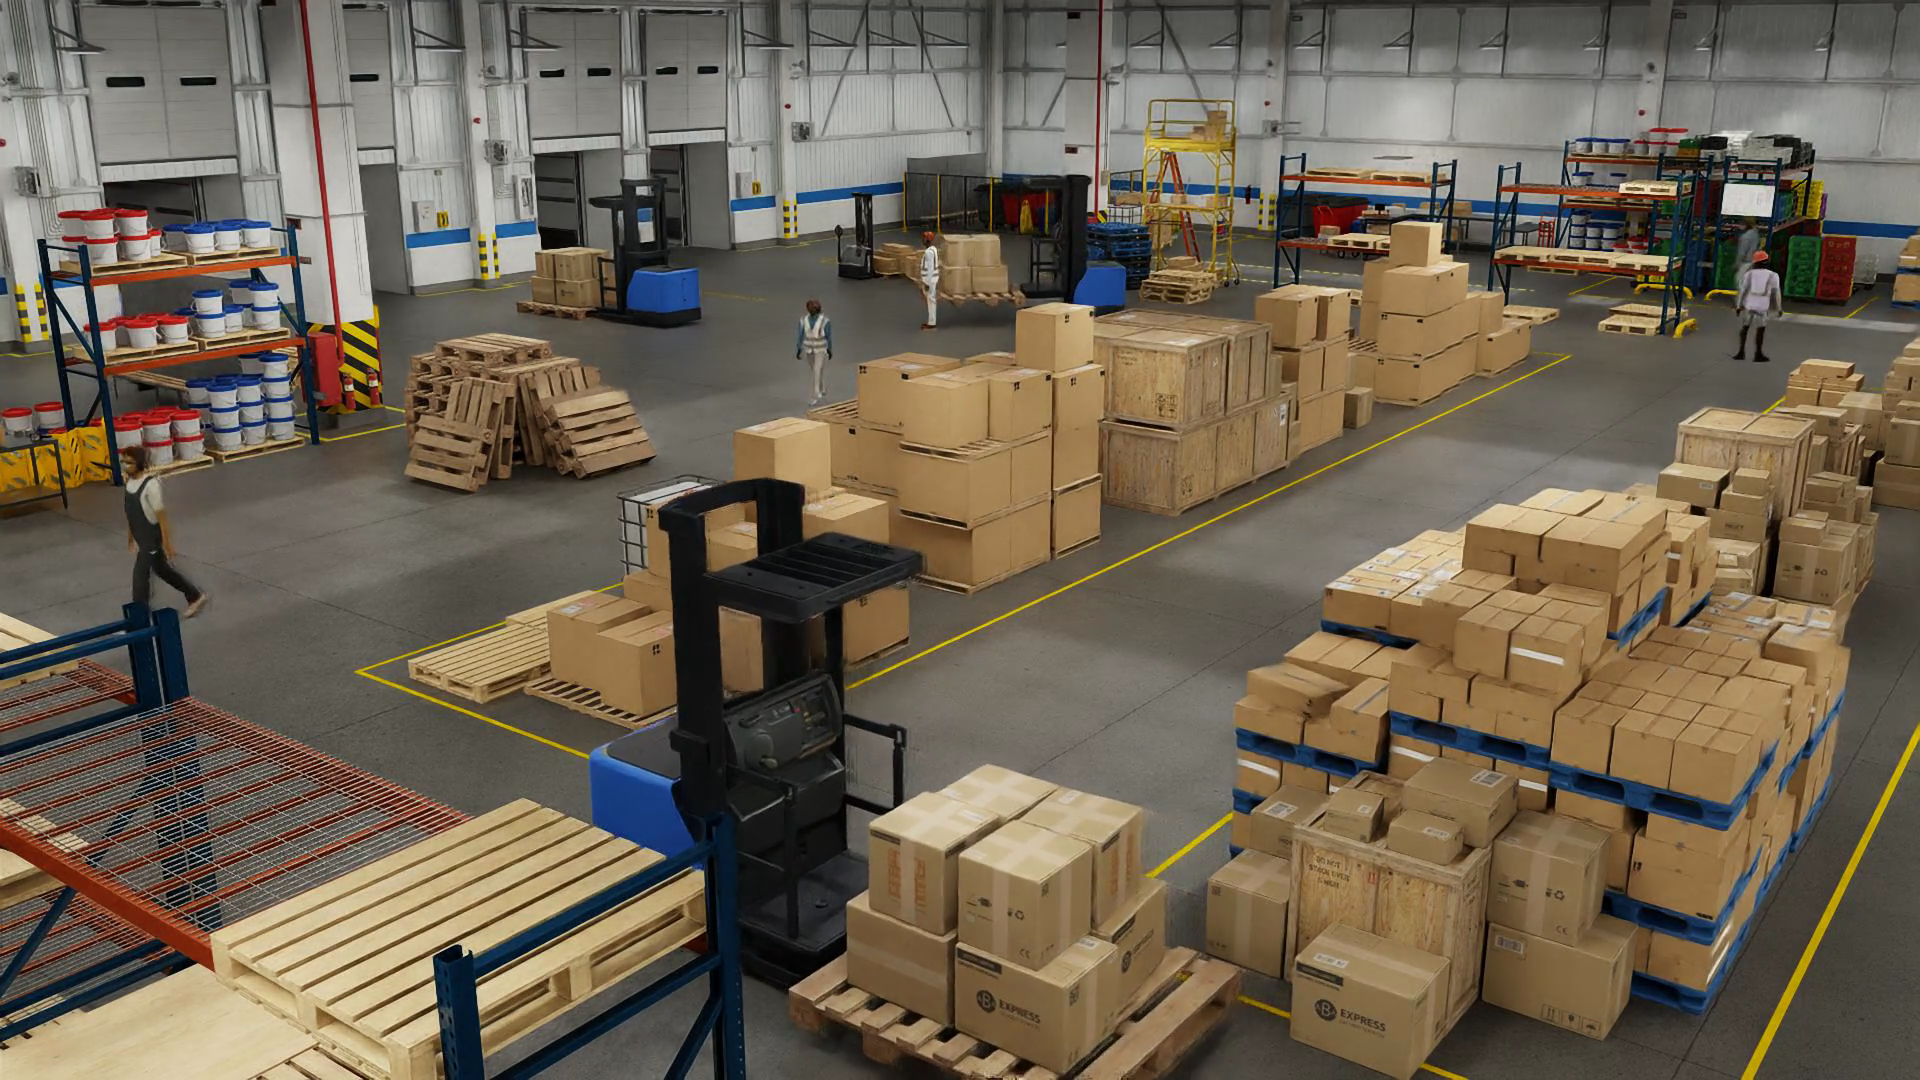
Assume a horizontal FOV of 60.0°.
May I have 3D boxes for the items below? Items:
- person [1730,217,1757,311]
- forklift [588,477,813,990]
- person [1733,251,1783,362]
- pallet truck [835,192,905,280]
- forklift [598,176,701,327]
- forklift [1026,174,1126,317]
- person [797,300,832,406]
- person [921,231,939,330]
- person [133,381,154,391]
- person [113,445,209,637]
[{"bbox_3d":[16.191,-5.684,34.268,0.375,1.907,0.707,16,23,42],"label":"person"},{"bbox_3d":[-1.354,1.056,10.279,1.873,2.768,1.129,12,21,35],"label":"forklift"},{"bbox_3d":[13.837,-4.024,28.767,0.713,1.916,0.473,12,21,35],"label":"person"},{"bbox_3d":[-1.936,-7.159,38.982,1.885,1.965,0.823,-12,21,-34],"label":"pallet truck"},{"bbox_3d":[-6.138,-5.705,32.666,1.873,2.768,1.129,12,21,35],"label":"forklift"},{"bbox_3d":[2.327,-5.821,33.050,1.873,2.768,1.129,-1,17,-5],"label":"forklift"},{"bbox_3d":[-2.223,-2.924,25.642,0.530,1.598,0.849,5,18,16],"label":"person"},{"bbox_3d":[-0.592,-4.981,31.967,0.355,1.883,0.574,1,17,3],"label":"person"},{"bbox_3d":[-13.019,-3.333,26.457,0.555,1.916,0.455,13,21,36],"label":"person"},{"bbox_3d":[-7.631,-0.035,15.715,0.516,1.810,0.945,14,21,38],"label":"person"}]
